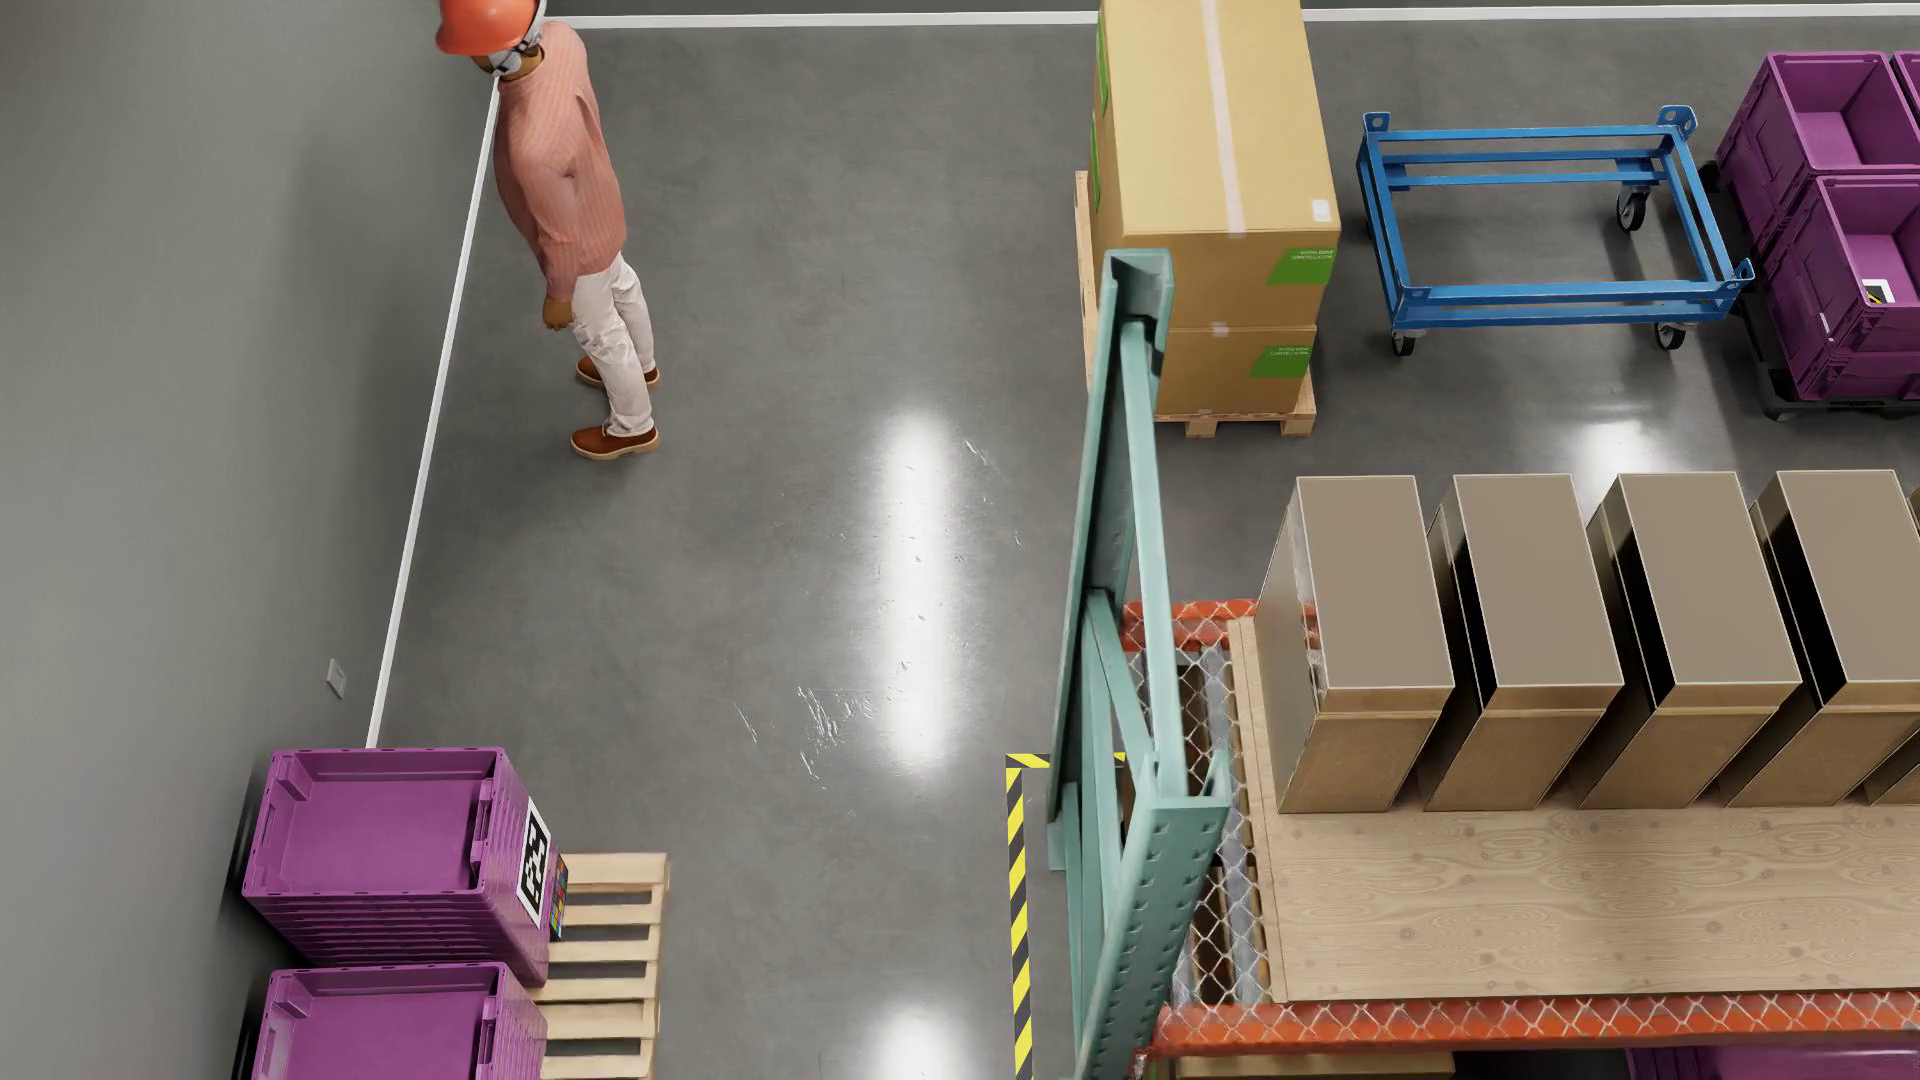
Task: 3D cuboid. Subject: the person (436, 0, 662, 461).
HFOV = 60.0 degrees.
[{"bbox_3d":[-1.245,-0.983,5.252,0.392,1.988,0.608,0,58,0],"label":"person"}]
